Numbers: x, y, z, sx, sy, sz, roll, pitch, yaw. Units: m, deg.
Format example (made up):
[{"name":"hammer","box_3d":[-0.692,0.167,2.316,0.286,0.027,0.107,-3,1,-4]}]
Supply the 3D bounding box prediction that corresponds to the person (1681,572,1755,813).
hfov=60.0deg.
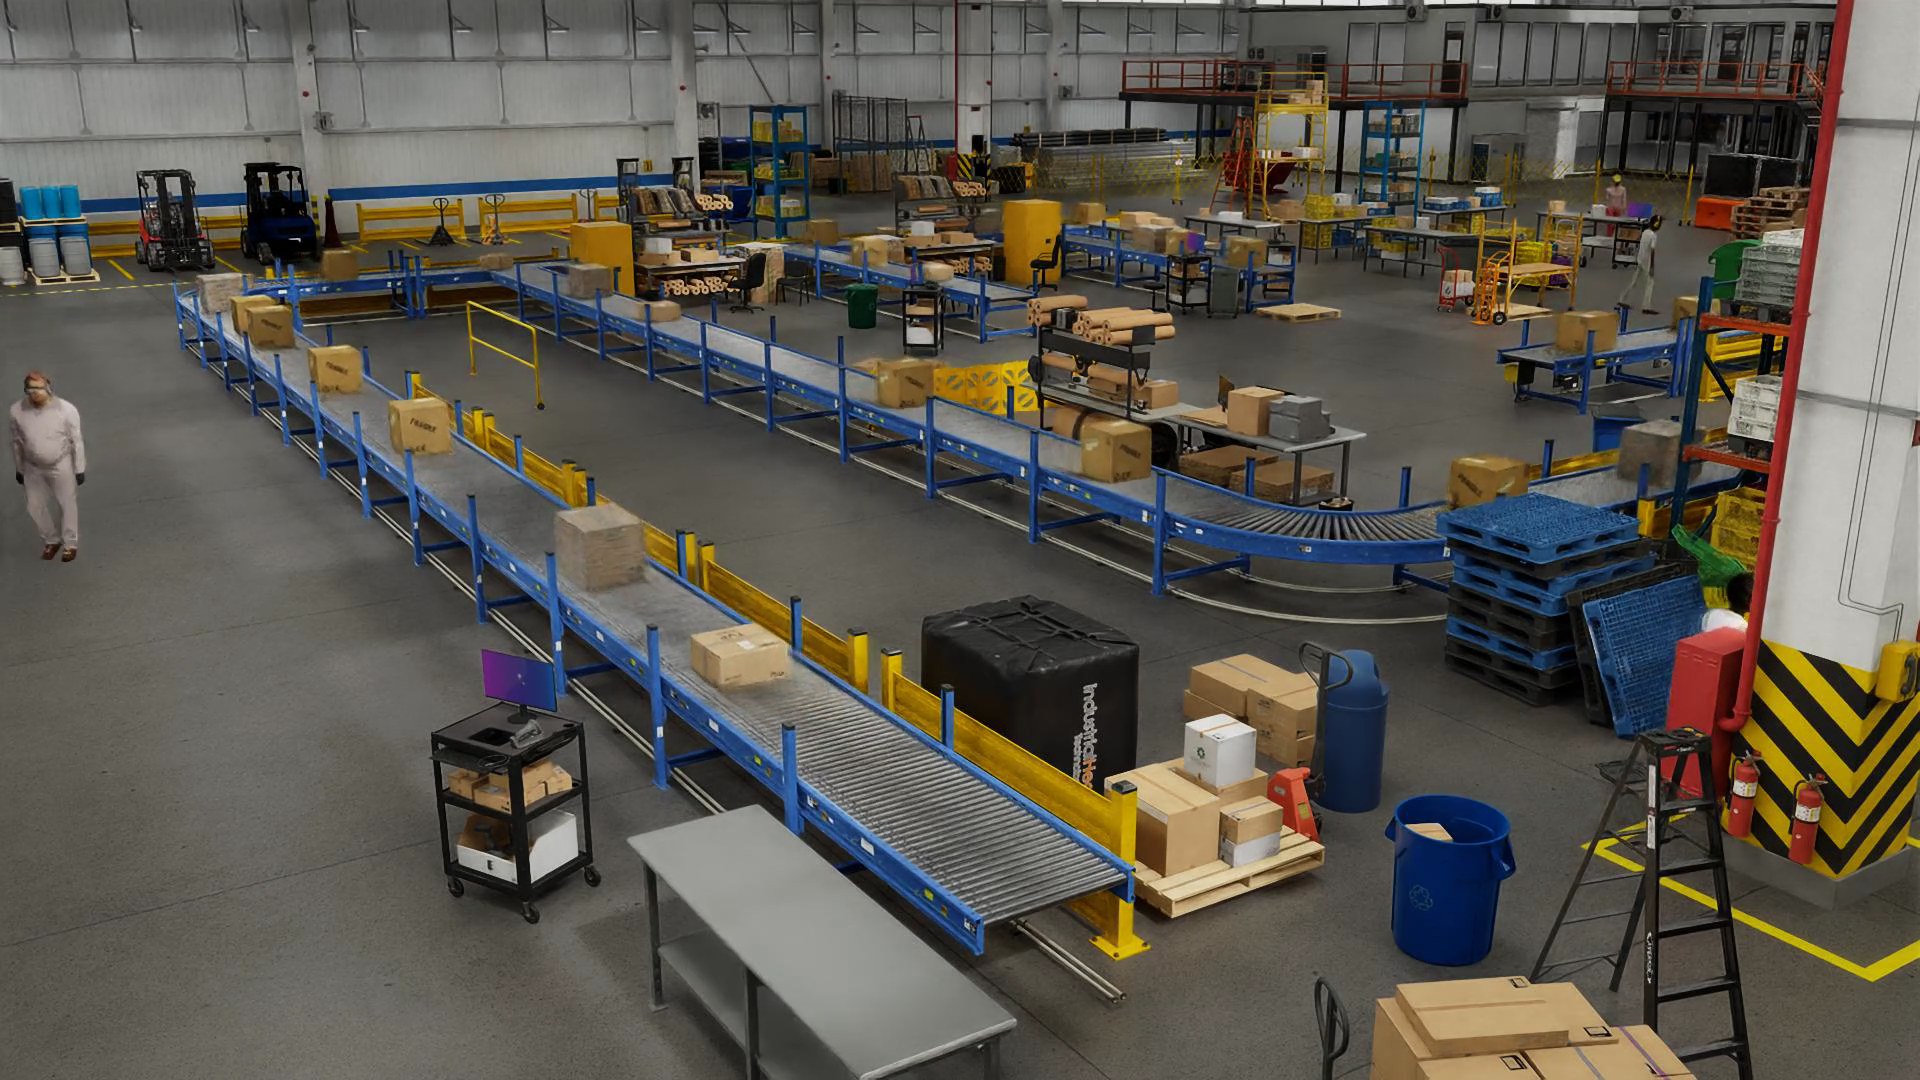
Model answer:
[{"name":"person","box_3d":[5.040,1.008,10.914,0.514,1.672,0.532,-4,17,-14]}]

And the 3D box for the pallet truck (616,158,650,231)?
[{"name":"pallet truck","box_3d":[-8.918,-9.176,44.255,0.823,1.965,1.885,-9,19,-27]}]

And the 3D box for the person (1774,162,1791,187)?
[{"name":"person","box_3d":[21.794,-9.119,44.274,0.595,1.868,0.422,-8,19,-25]}]

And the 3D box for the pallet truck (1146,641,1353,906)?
[{"name":"pallet truck","box_3d":[1.664,1.407,10.232,1.630,1.274,0.653,-10,20,-31]}]

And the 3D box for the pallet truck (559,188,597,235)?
[{"name":"pallet truck","box_3d":[-10.010,-8.652,43.699,0.653,1.274,1.630,-10,20,-31]}]

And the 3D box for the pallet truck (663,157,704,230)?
[{"name":"pallet truck","box_3d":[-7.586,-9.308,44.692,0.823,1.965,1.885,-11,20,-33]}]

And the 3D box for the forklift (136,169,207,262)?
[{"name":"forklift","box_3d":[-17.842,-7.318,37.559,1.157,1.987,2.680,-10,20,-31]}]

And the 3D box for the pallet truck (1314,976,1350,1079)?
[{"name":"pallet truck","box_3d":[2.299,2.390,7.086,1.601,1.201,0.680,-2,17,-7]}]

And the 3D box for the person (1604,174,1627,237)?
[{"name":"person","box_3d":[16.462,-8.329,41.853,0.545,1.751,0.510,1,17,3]}]

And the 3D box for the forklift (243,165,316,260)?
[{"name":"forklift","box_3d":[-15.898,-7.669,38.708,1.157,1.987,2.680,-11,20,-33]}]

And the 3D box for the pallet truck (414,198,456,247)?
[{"name":"pallet truck","box_3d":[-13.250,-8.060,41.856,0.680,1.201,1.601,-10,20,-31]}]

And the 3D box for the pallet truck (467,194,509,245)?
[{"name":"pallet truck","box_3d":[-11.983,-8.177,42.137,0.704,1.261,1.522,-11,20,-33]}]

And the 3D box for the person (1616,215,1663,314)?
[{"name":"person","box_3d":[12.857,-5.183,31.281,0.529,1.828,0.744,-2,17,-6]}]

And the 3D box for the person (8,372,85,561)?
[{"name":"person","box_3d":[-8.894,-0.703,16.231,0.677,1.890,0.465,-3,17,-11]}]
